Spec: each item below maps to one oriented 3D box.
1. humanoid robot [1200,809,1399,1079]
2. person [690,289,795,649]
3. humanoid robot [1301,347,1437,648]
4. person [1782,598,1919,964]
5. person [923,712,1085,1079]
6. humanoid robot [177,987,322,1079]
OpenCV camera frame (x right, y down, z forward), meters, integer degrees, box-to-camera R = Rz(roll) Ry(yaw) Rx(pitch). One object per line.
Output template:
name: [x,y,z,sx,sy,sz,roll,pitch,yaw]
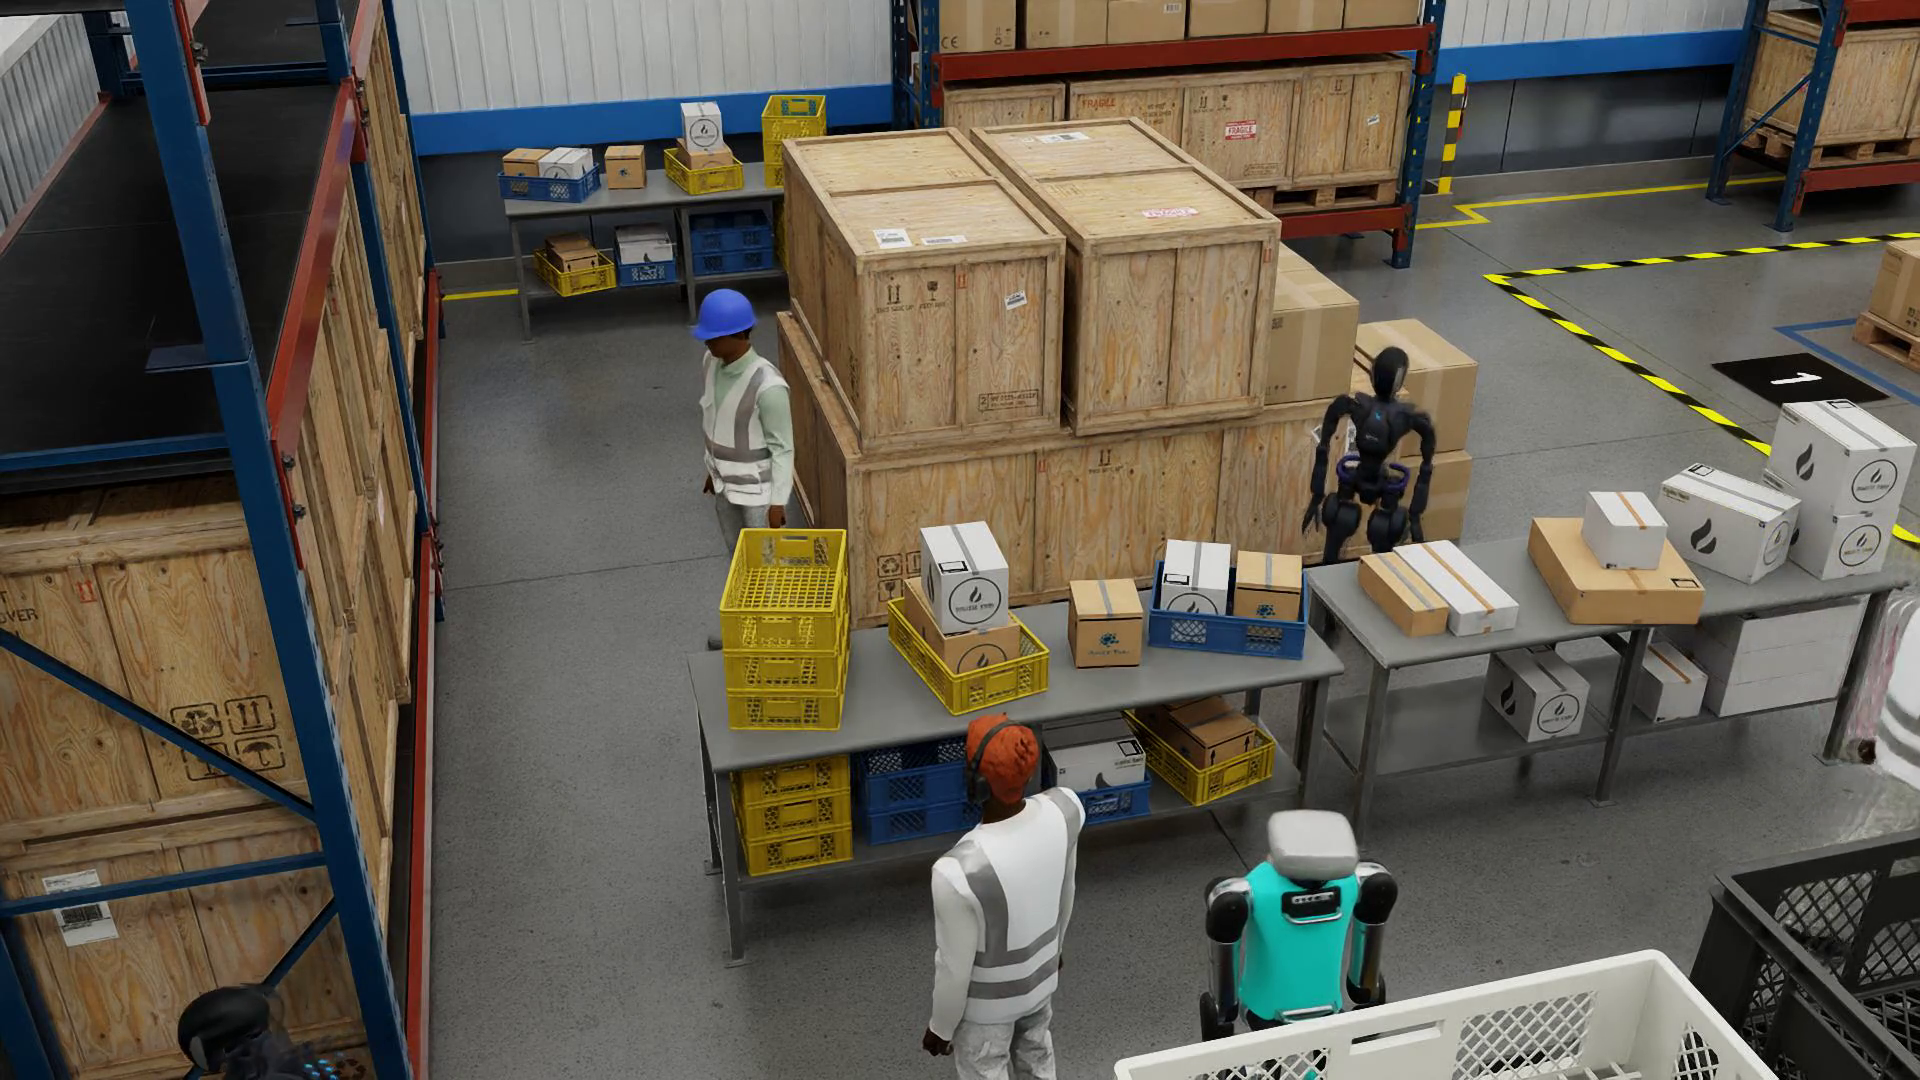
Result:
humanoid robot: [0.968,1.603,4.583,0.530,1.689,0.738,-5,29,-9]
person: [-1.022,-0.273,7.875,0.406,1.942,0.614,-23,36,-35]
humanoid robot: [1.965,-0.178,8.002,0.601,1.658,0.380,14,32,23]
person: [3.628,0.815,6.095,0.952,1.753,0.614,3,29,6]
person: [0.117,1.330,5.031,0.354,1.882,0.576,25,37,37]
humanoid robot: [-1.768,1.814,4.389,0.709,1.626,0.616,-12,31,-21]
